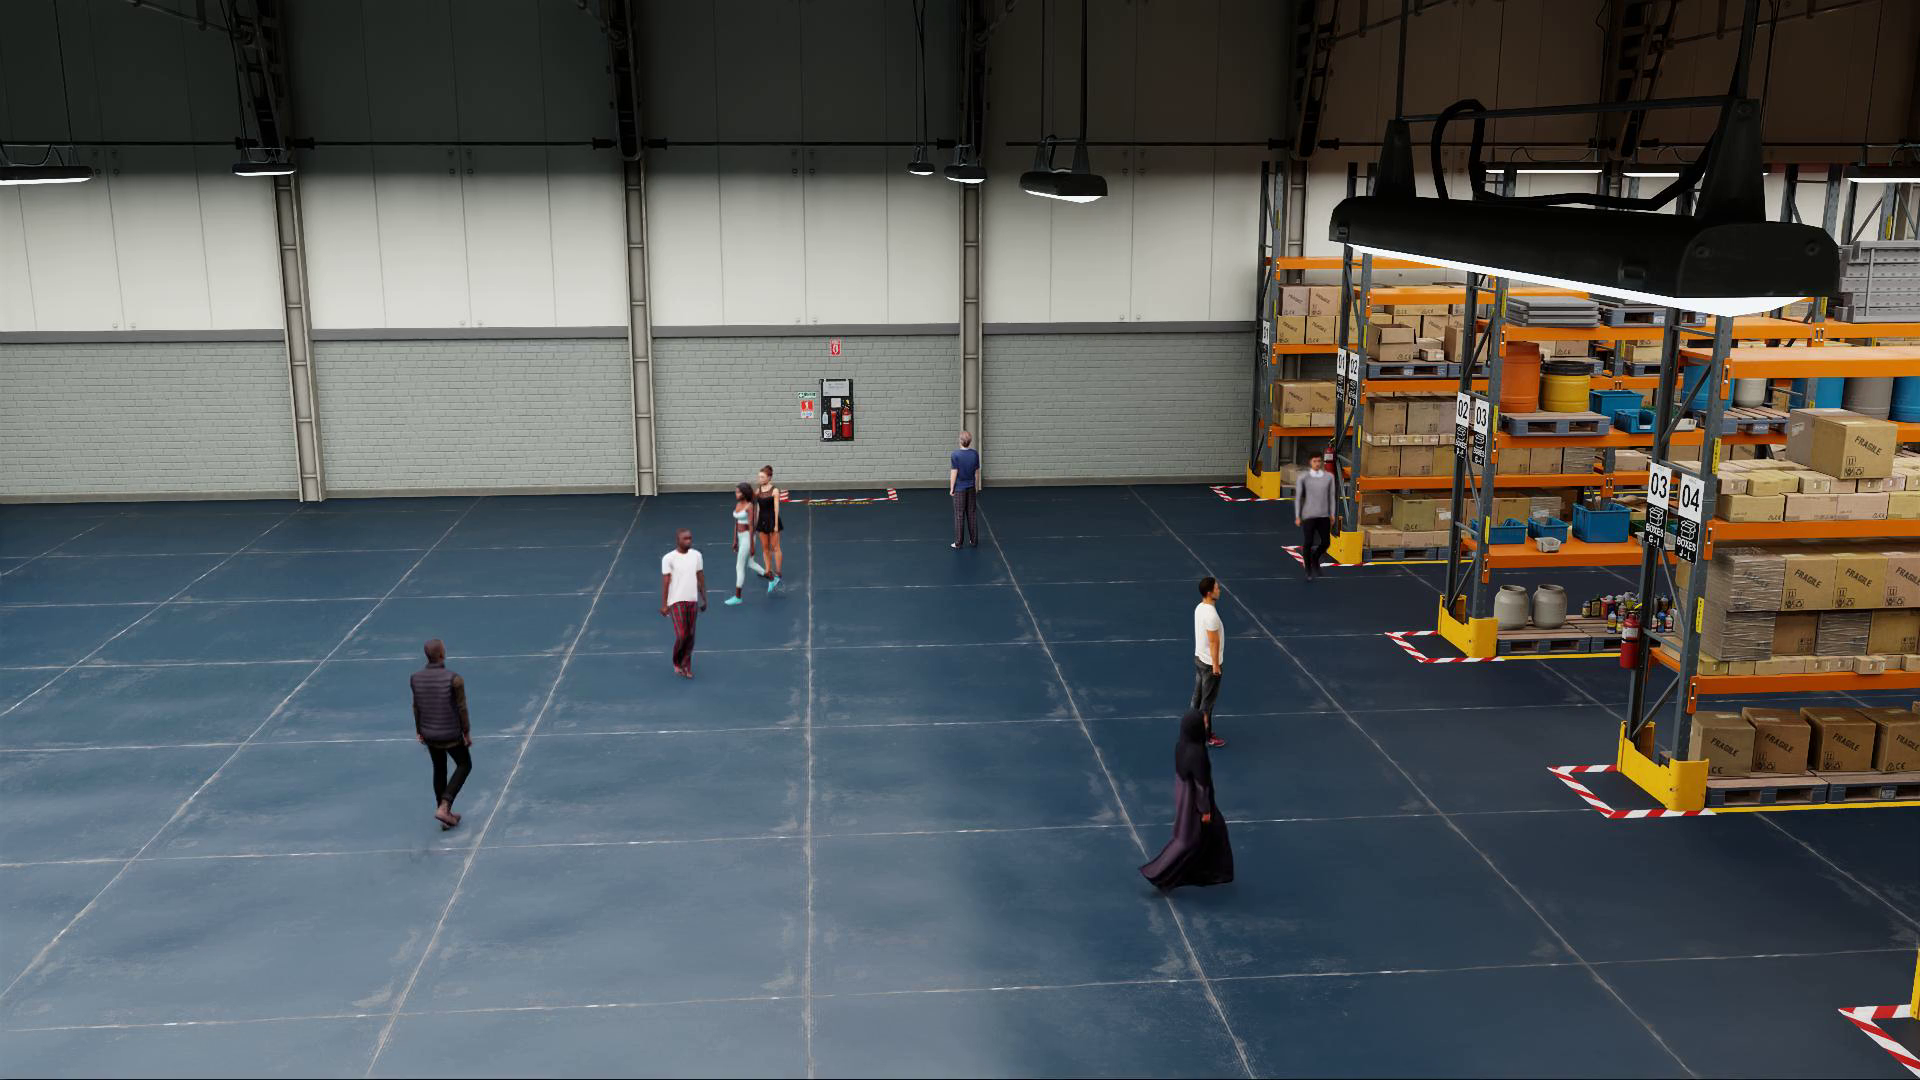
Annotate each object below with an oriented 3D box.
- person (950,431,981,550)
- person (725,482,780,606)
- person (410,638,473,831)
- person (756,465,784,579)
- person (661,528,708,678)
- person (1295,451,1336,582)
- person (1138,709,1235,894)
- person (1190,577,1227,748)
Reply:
[{"bbox_3d":[0.076,-0.809,26.401,0.606,1.871,0.786,-6,14,-24],"label":"person"},{"bbox_3d":[-2.907,0.041,23.108,1.161,1.701,0.903,-8,15,-31],"label":"person"},{"bbox_3d":[-4.766,1.808,15.197,0.788,1.828,0.884,3,13,13],"label":"person"},{"bbox_3d":[-2.803,-0.268,24.490,0.675,1.681,0.752,8,15,32],"label":"person"},{"bbox_3d":[-3.347,0.735,19.841,0.778,1.824,0.875,-10,16,-36],"label":"person"},{"bbox_3d":[5.206,-0.378,24.447,0.713,1.913,0.825,-1,13,-4],"label":"person"},{"bbox_3d":[1.895,2.206,13.995,1.088,1.595,0.642,-2,13,-8],"label":"person"},{"bbox_3d":[2.610,1.269,17.575,0.557,1.805,0.653,-2,13,-10],"label":"person"}]
